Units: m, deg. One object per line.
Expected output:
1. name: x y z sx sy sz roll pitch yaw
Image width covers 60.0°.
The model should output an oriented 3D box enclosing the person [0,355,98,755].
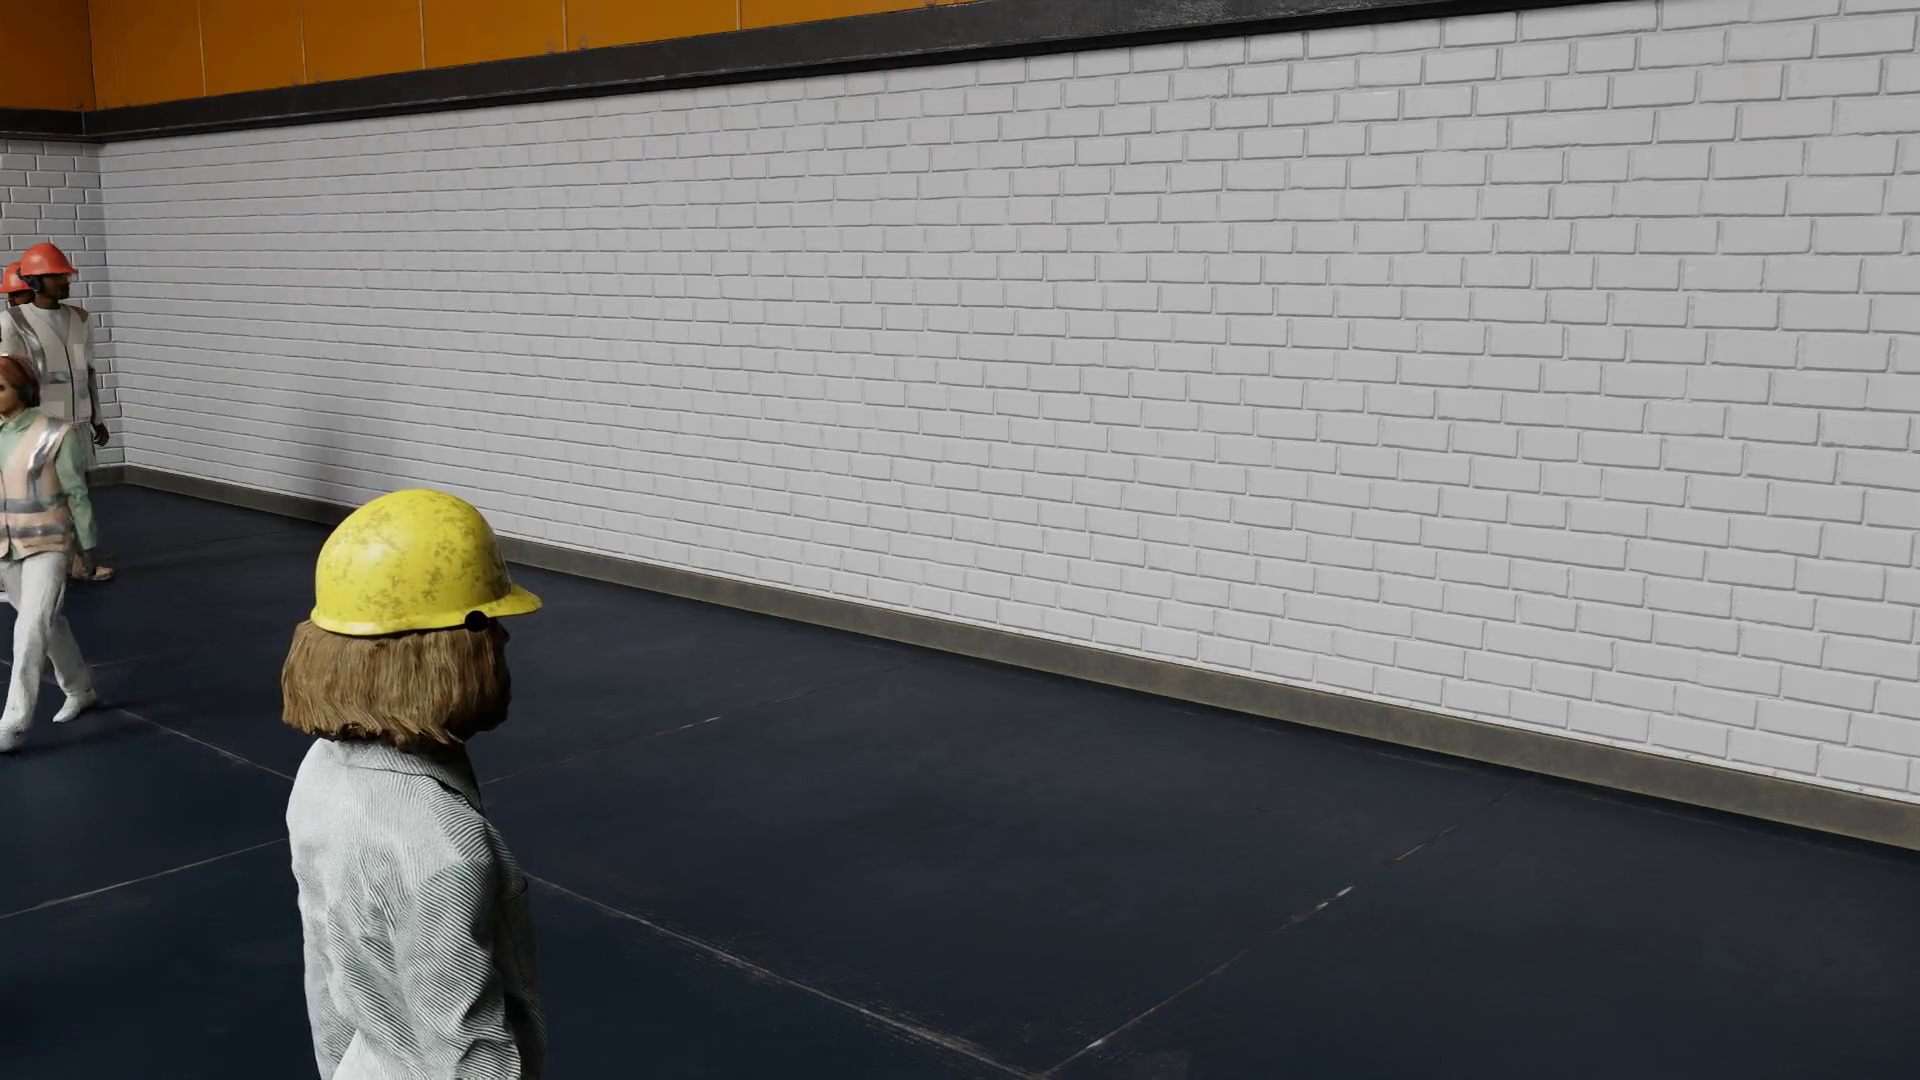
1. person: -3.848 0.042 6.814 0.538 1.585 0.880 1 10 5

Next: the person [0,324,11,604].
1. person: -5.531 -0.455 9.502 0.307 1.645 0.520 -7 12 -36

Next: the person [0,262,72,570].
1. person: -5.774 -0.766 10.437 0.552 1.935 0.373 3 10 16

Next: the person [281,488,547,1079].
1. person: -0.640 0.800 2.072 0.295 1.743 0.493 -8 13 -37

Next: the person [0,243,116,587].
1. person: -5.390 -0.736 9.956 0.369 2.044 0.615 5 11 25
